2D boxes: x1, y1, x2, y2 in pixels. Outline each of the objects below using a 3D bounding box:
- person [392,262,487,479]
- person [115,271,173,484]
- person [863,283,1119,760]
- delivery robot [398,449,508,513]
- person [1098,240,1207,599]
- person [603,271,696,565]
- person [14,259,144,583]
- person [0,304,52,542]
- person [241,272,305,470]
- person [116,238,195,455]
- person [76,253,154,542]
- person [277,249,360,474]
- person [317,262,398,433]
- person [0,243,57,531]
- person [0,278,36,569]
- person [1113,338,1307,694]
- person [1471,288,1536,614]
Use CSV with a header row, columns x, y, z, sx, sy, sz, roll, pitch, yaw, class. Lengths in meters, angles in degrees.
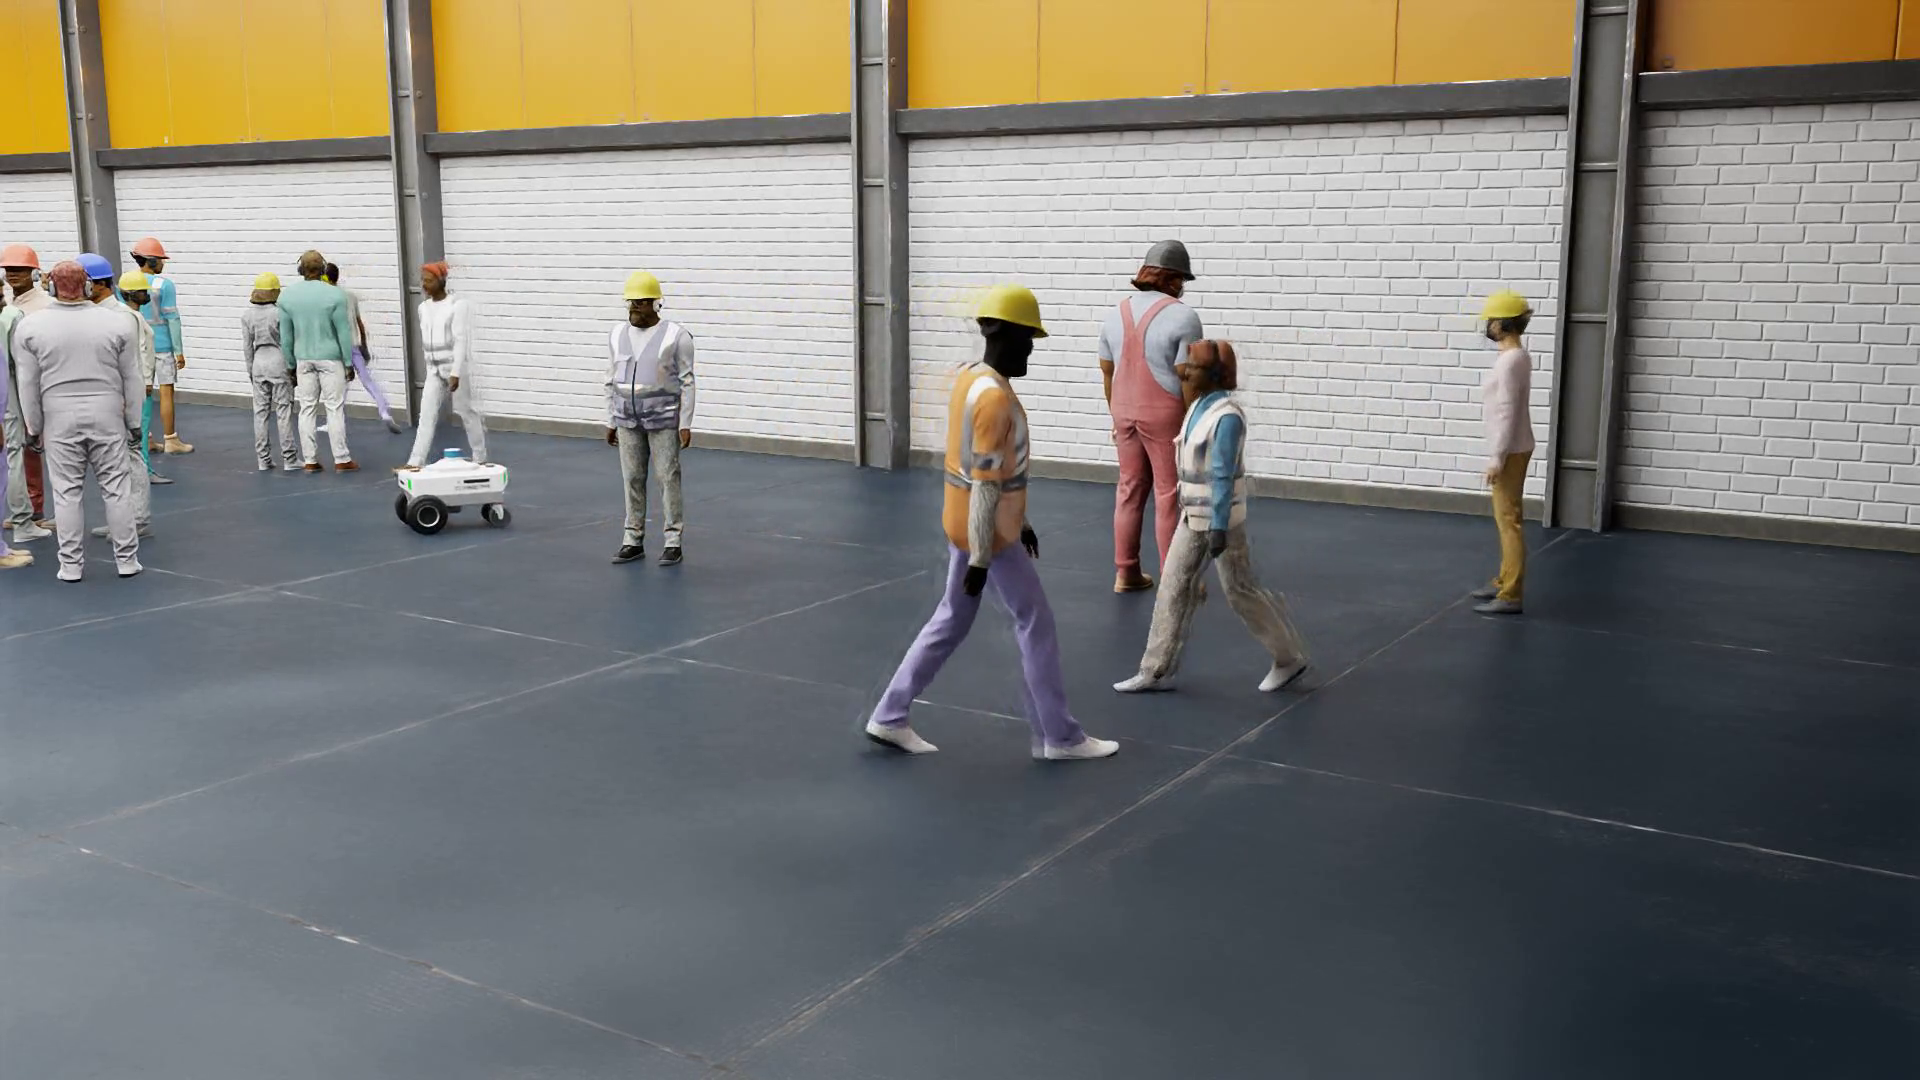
x,y,z,sx,sy,sz,roll,pitch,yaw,class
-4.345,-1.399,13.955,0.597,1.834,0.979,5,12,27,person
-6.807,-1.344,13.834,0.304,1.772,0.525,-7,12,-33,person
0.087,-0.052,6.429,0.971,1.869,0.576,-2,10,-12,person
-3.558,-0.398,11.695,0.707,0.478,0.477,-6,12,-28,delivery robot
1.146,-0.689,9.445,0.535,2.000,0.684,-9,14,-42,person
-1.950,-0.753,10.377,0.600,1.831,0.404,3,11,15,person
-5.204,-0.702,9.883,0.649,1.912,0.409,-6,12,-30,person
-6.487,-0.930,11.122,0.589,1.920,0.398,0,10,1,person
-6.057,-1.482,14.671,0.484,1.744,0.295,2,10,9,person
-7.588,-1.816,15.688,0.616,2.040,0.373,2,10,13,person
-5.713,-0.951,11.197,0.617,1.937,0.422,8,13,39,person
-5.551,-1.534,14.414,0.627,1.940,0.370,1,10,3,person
-6.365,-2.002,17.416,1.005,1.810,0.564,7,12,34,person
-6.476,-1.057,11.607,0.622,1.996,0.368,3,11,16,person
-5.965,-0.723,10.223,0.357,1.835,0.518,-8,13,-37,person
1.152,-0.094,7.374,0.844,1.603,0.521,-2,10,-13,person
2.961,-0.481,9.071,0.329,1.766,0.528,4,11,23,person
